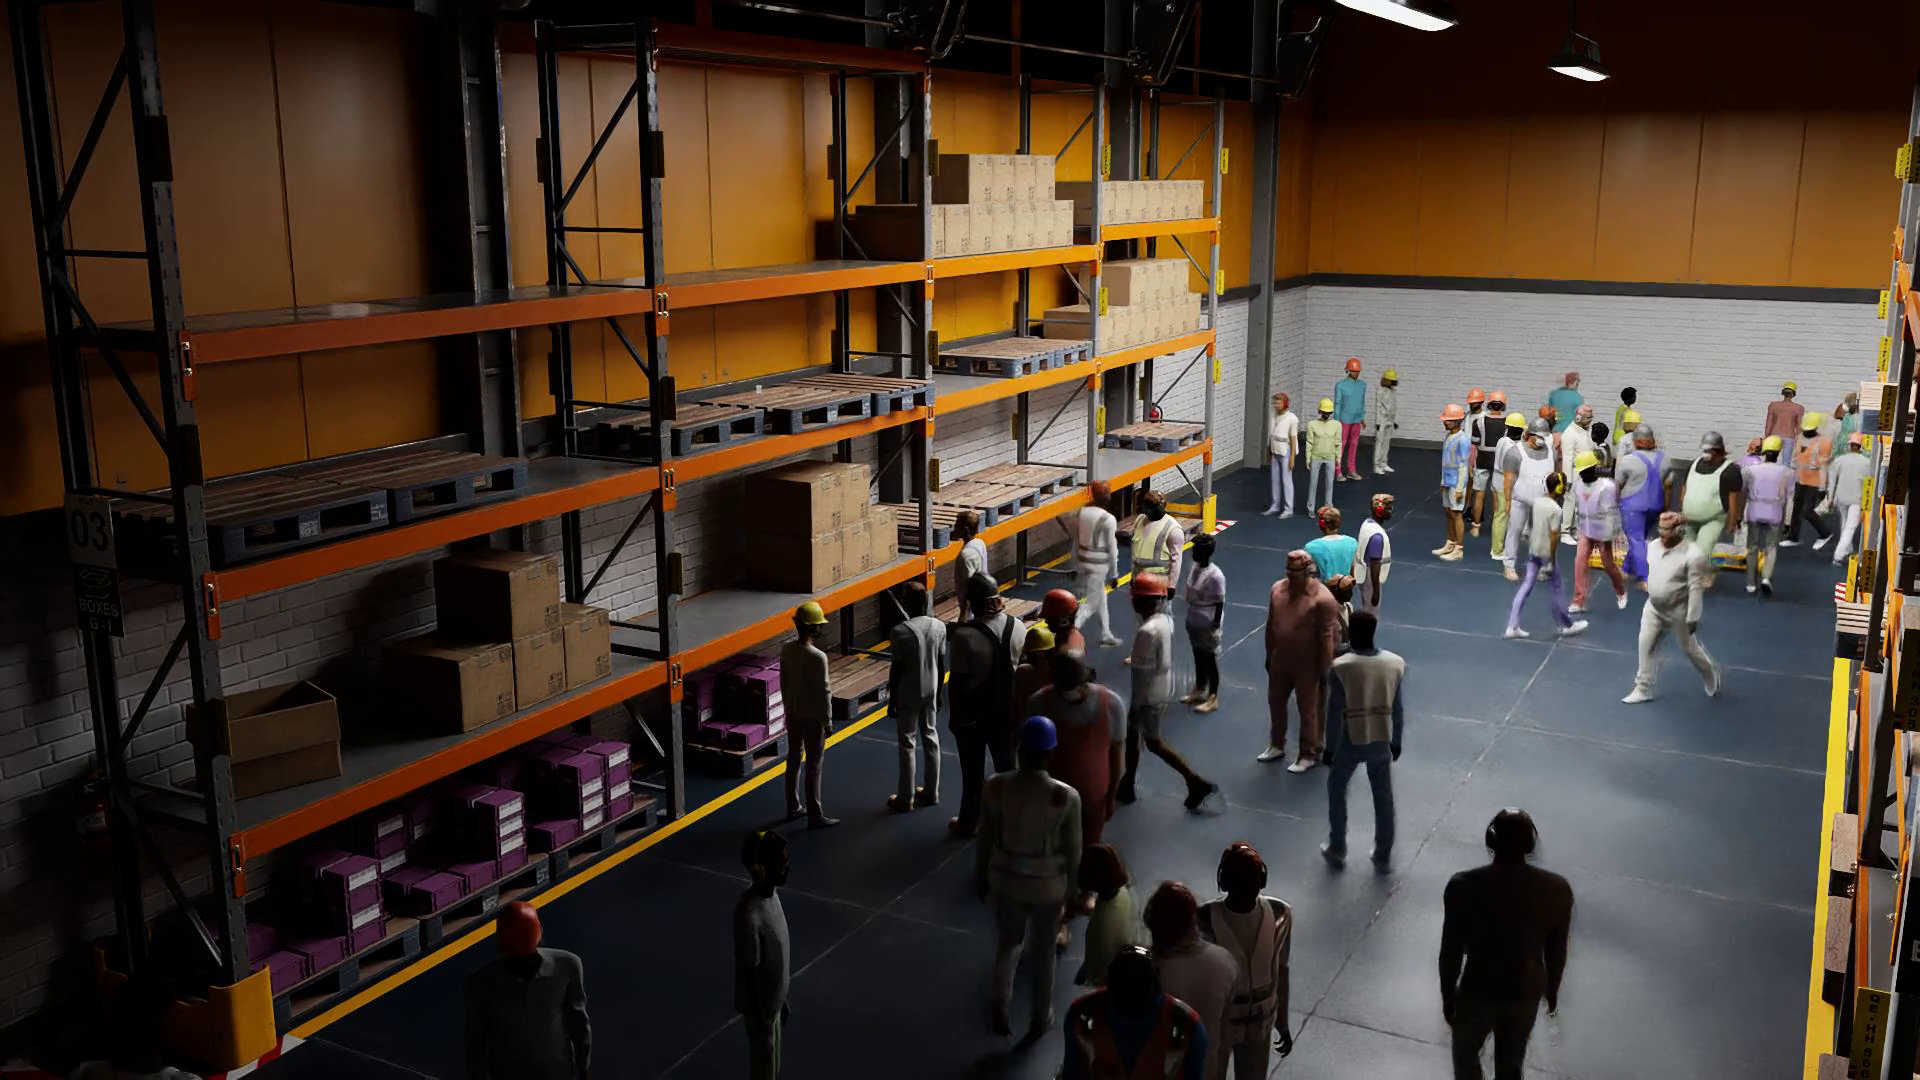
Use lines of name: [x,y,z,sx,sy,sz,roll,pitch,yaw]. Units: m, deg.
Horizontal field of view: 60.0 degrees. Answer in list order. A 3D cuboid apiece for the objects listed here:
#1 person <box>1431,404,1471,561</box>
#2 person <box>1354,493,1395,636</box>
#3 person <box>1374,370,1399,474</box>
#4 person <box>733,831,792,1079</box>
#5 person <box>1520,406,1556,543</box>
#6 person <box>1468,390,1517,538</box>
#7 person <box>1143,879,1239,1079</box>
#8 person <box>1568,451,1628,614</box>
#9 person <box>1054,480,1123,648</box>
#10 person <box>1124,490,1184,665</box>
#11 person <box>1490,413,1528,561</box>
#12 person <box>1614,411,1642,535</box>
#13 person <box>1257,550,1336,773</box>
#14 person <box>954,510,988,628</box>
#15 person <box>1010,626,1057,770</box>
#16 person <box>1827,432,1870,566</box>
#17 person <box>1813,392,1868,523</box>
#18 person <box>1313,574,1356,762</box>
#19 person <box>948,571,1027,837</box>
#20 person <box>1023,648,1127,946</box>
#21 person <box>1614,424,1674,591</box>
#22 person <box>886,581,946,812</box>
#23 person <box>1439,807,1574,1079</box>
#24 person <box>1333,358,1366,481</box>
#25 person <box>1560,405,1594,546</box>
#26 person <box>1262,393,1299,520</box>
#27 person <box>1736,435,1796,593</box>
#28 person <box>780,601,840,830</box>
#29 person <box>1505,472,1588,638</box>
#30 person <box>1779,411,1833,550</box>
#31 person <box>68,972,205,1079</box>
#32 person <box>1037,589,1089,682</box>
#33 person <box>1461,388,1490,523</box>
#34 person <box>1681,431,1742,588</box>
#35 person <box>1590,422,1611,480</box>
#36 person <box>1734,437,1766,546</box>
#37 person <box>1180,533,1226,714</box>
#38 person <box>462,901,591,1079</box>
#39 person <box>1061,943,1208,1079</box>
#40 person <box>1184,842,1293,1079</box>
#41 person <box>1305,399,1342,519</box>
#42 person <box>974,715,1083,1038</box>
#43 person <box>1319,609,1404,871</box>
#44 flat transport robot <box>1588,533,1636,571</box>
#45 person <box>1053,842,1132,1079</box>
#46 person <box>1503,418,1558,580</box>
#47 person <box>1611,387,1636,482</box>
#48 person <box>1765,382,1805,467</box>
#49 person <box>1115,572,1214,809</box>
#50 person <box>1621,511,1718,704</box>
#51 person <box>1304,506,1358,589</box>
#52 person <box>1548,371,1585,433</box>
person: [6.338,-0.744,21.465,0.409,2.035,0.610,-1,13,-5]
person: [4.109,0.435,16.621,0.383,1.841,0.564,2,13,8]
person: [7.095,-1.962,27.613,0.492,1.726,0.465,-9,15,-34]
person: [-0.934,2.307,8.166,0.328,1.872,0.514,0,13,2]
person: [7.796,-0.873,22.386,0.361,1.878,0.590,-2,13,-8]
person: [7.266,-1.027,22.736,0.611,2.032,0.411,3,13,13]
person: [0.923,2.453,7.515,0.655,1.880,0.412,-6,14,-25]
person: [7.291,-0.101,18.946,0.896,1.871,0.643,-7,15,-30]
person: [1.337,0.298,17.252,0.947,1.852,0.584,-9,15,-34]
person: [1.940,0.403,16.754,0.429,1.845,0.621,-10,16,-39]
person: [7.072,-0.686,21.465,0.393,1.918,0.585,2,13,10]
person: [9.191,-0.904,22.846,0.485,1.737,0.320,-5,13,-20]
person: [2.817,1.005,13.953,0.659,1.895,0.404,12,17,43]
person: [0.094,0.626,15.747,0.351,1.846,0.506,4,13,16]
person: [0.572,1.477,12.113,0.522,1.769,0.318,11,17,41]
person: [11.417,-0.531,21.252,0.866,1.710,0.570,-9,15,-34]
person: [12.561,-1.164,23.664,1.021,1.883,0.657,3,13,11]
person: [3.188,1.083,14.187,0.313,1.634,0.514,11,17,41]
person: [0.169,1.221,12.644,0.681,2.000,0.535,-9,15,-34]
person: [0.750,1.606,10.918,0.673,2.000,0.980,-1,13,-2]
person: [8.207,-0.438,20.071,0.684,2.000,0.936,-3,13,-14]
person: [-0.344,1.226,13.090,0.505,1.840,0.343,-9,15,-35]
person: [2.699,2.254,8.286,0.633,1.920,0.483,1,13,7]
person: [6.327,-1.950,26.941,0.625,1.992,0.389,-6,14,-25]
person: [8.308,-0.875,22.368,0.401,1.894,0.653,12,17,42]
person: [4.672,-1.220,24.040,0.398,1.835,0.565,-6,14,-26]
person: [9.533,-0.294,19.711,0.603,1.914,0.396,6,14,26]
person: [-1.156,1.334,12.761,0.324,1.766,0.533,-12,17,-43]
person: [6.325,0.160,17.897,0.967,1.818,0.541,-4,13,-17]
person: [11.222,-0.775,21.932,0.598,1.882,0.674,-2,13,-11]
person: [-3.207,2.628,6.640,0.613,1.907,1.031,0,13,1]
person: [0.756,1.326,12.291,0.386,1.989,0.608,1,13,4]
person: [7.346,-1.215,23.796,0.387,1.931,0.543,-6,14,-23]
person: [8.864,-0.350,19.674,0.962,2.000,0.688,-7,15,-30]
person: [8.501,-0.727,22.162,0.319,1.693,0.533,8,15,31]
person: [10.135,-0.511,21.323,0.323,1.631,0.525,1,13,6]
person: [2.260,0.764,15.474,0.343,1.691,0.587,-6,14,-24]
person: [-1.990,2.476,7.716,0.573,1.737,0.355,-5,14,-21]
person: [0.728,2.569,7.093,0.623,1.835,0.431,3,13,12]
person: [1.320,2.342,7.978,0.587,1.882,0.341,-3,13,-15]
person: [5.241,-1.168,23.977,0.527,1.761,0.339,0,13,0]
person: [0.389,1.970,9.553,0.646,1.922,0.621,4,13,19]
person: [2.906,1.441,12.020,0.631,1.889,0.577,-4,13,-17]
flat transport robot: [8.526,0.137,21.491,0.652,0.197,1.431,7,14,29]
person: [0.707,2.341,8.660,0.897,1.575,0.509,5,14,22]
person: [7.005,-0.507,20.380,0.679,2.000,0.535,-1,13,-5]
person: [10.246,-1.522,25.696,0.322,1.696,0.536,1,13,7]
person: [12.806,-1.588,25.874,0.529,1.752,0.340,7,14,27]
person: [1.564,1.200,13.063,0.882,1.910,0.562,4,13,16]
person: [6.789,0.624,15.750,0.978,1.861,0.640,-7,14,-29]
person: [3.521,0.588,15.911,0.567,1.848,0.389,-5,14,-23]
person: [9.442,-1.689,26.022,0.517,1.894,0.653,-6,14,-24]
